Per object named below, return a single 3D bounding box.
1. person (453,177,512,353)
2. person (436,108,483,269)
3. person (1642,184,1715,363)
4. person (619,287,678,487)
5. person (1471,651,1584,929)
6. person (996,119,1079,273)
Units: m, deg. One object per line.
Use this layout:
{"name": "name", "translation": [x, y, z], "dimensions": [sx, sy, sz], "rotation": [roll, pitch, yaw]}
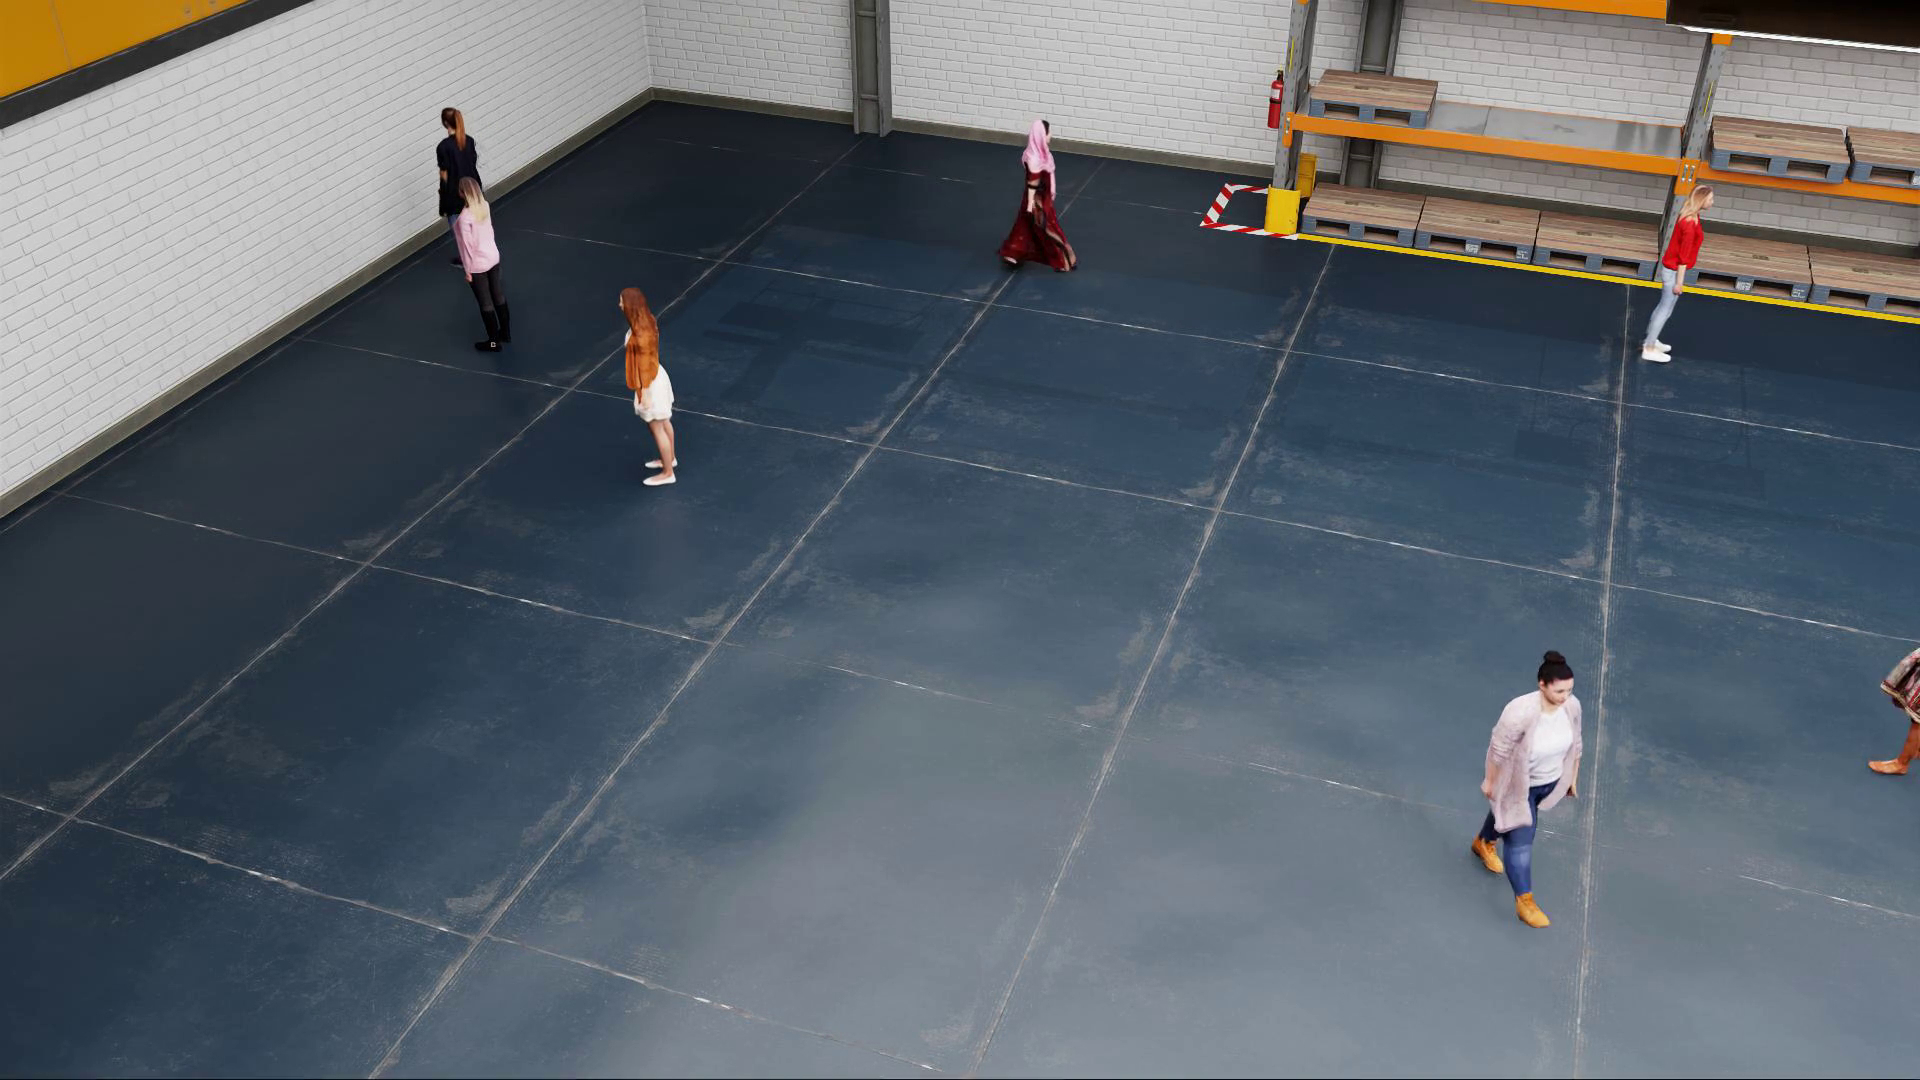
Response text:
{"name": "person", "translation": [-4.420, -2.564, 15.418], "dimensions": [0.528, 1.688, 0.589], "rotation": [12, 35, 17]}
{"name": "person", "translation": [-5.040, -3.575, 16.943], "dimensions": [0.737, 1.685, 0.740], "rotation": [-29, 43, -36]}
{"name": "person", "translation": [6.558, -2.462, 15.252], "dimensions": [0.531, 1.702, 0.620], "rotation": [8, 35, 13]}
{"name": "person", "translation": [-2.483, -1.254, 13.424], "dimensions": [0.702, 1.715, 0.690], "rotation": [-3, 34, -5]}
{"name": "person", "translation": [3.207, 1.308, 9.575], "dimensions": [1.106, 1.708, 1.148], "rotation": [-12, 36, -18]}
{"name": "person", "translation": [0.710, -3.449, 16.830], "dimensions": [1.129, 1.598, 0.774], "rotation": [6, 34, 9]}
